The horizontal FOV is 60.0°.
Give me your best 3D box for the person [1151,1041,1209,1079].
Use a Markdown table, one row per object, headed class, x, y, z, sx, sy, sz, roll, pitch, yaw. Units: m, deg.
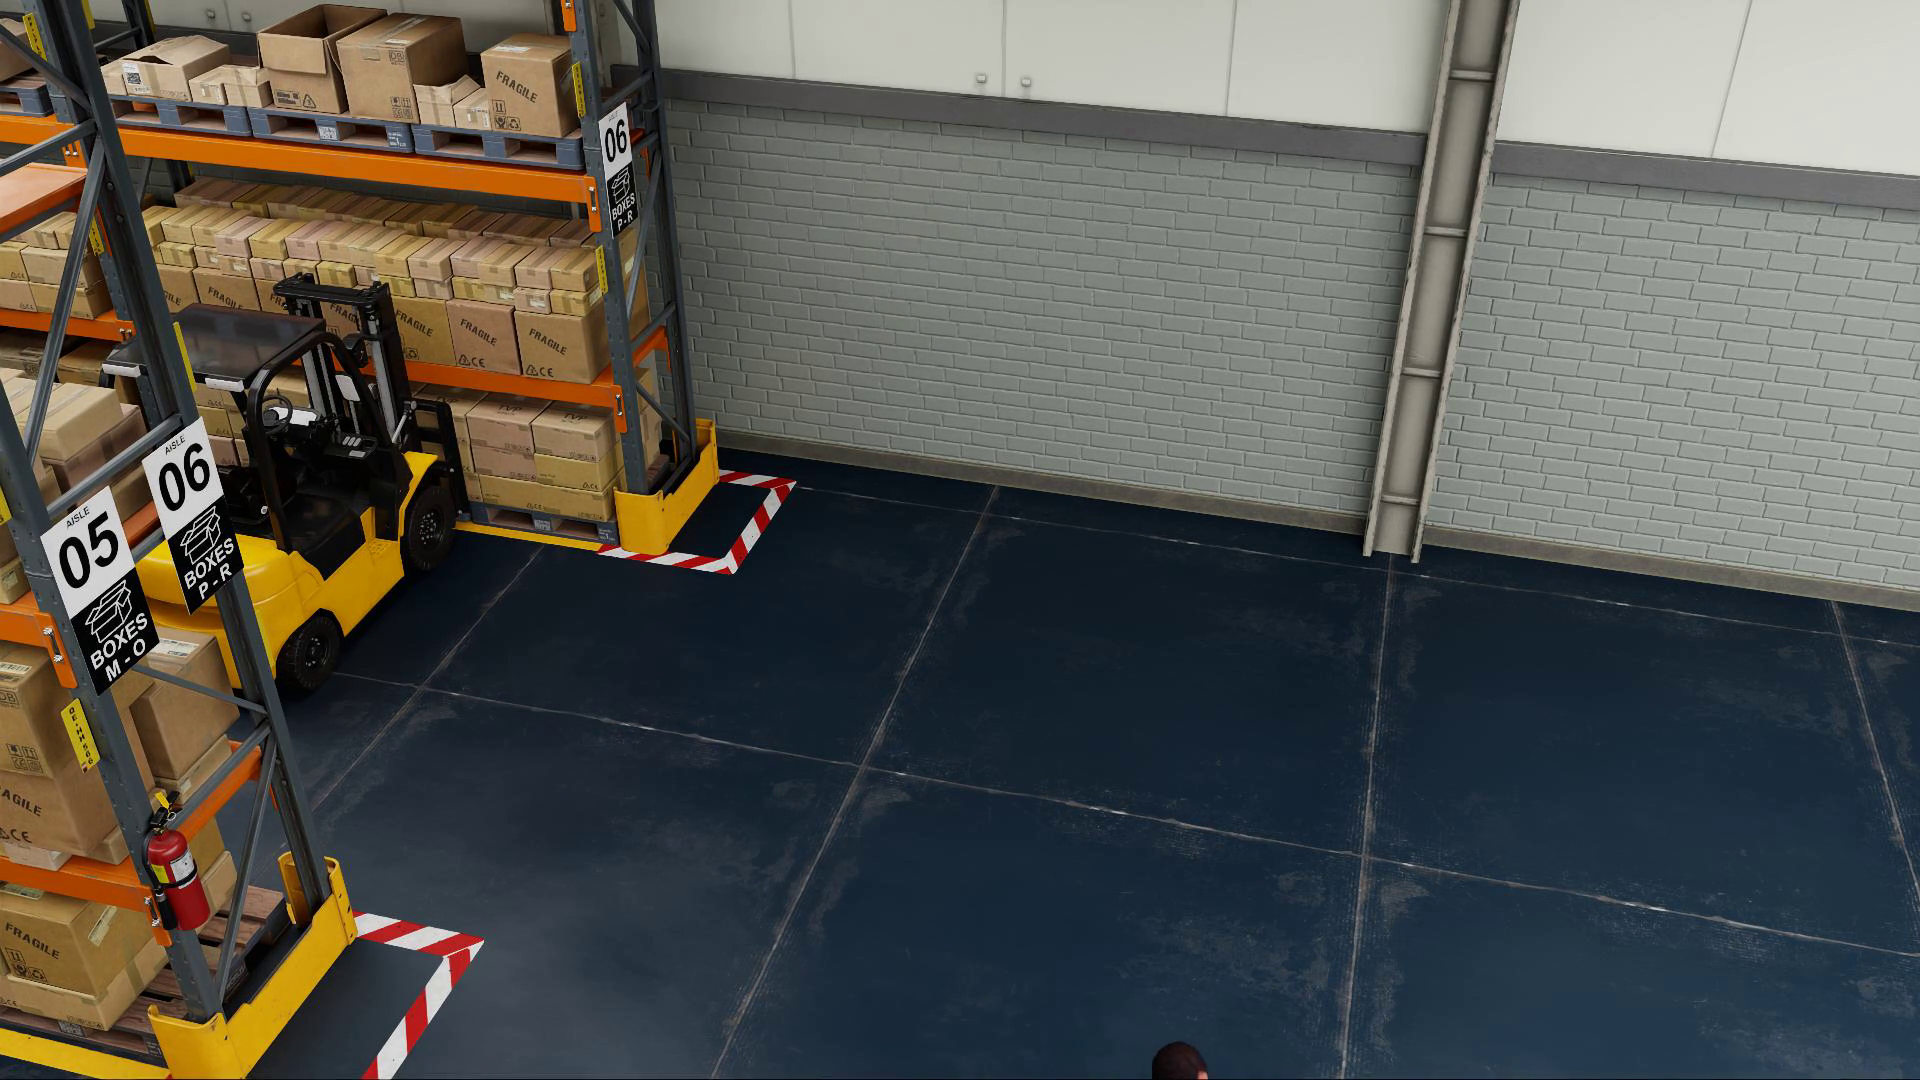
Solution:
| class | x | y | z | sx | sy | sz | roll | pitch | yaw |
| --- | --- | --- | --- | --- | --- | --- | --- | --- | --- |
| person | 0.726 | 2.585 | 6.690 | 0.873 | 1.715 | 1.038 | -28 | 42 | -36 |
